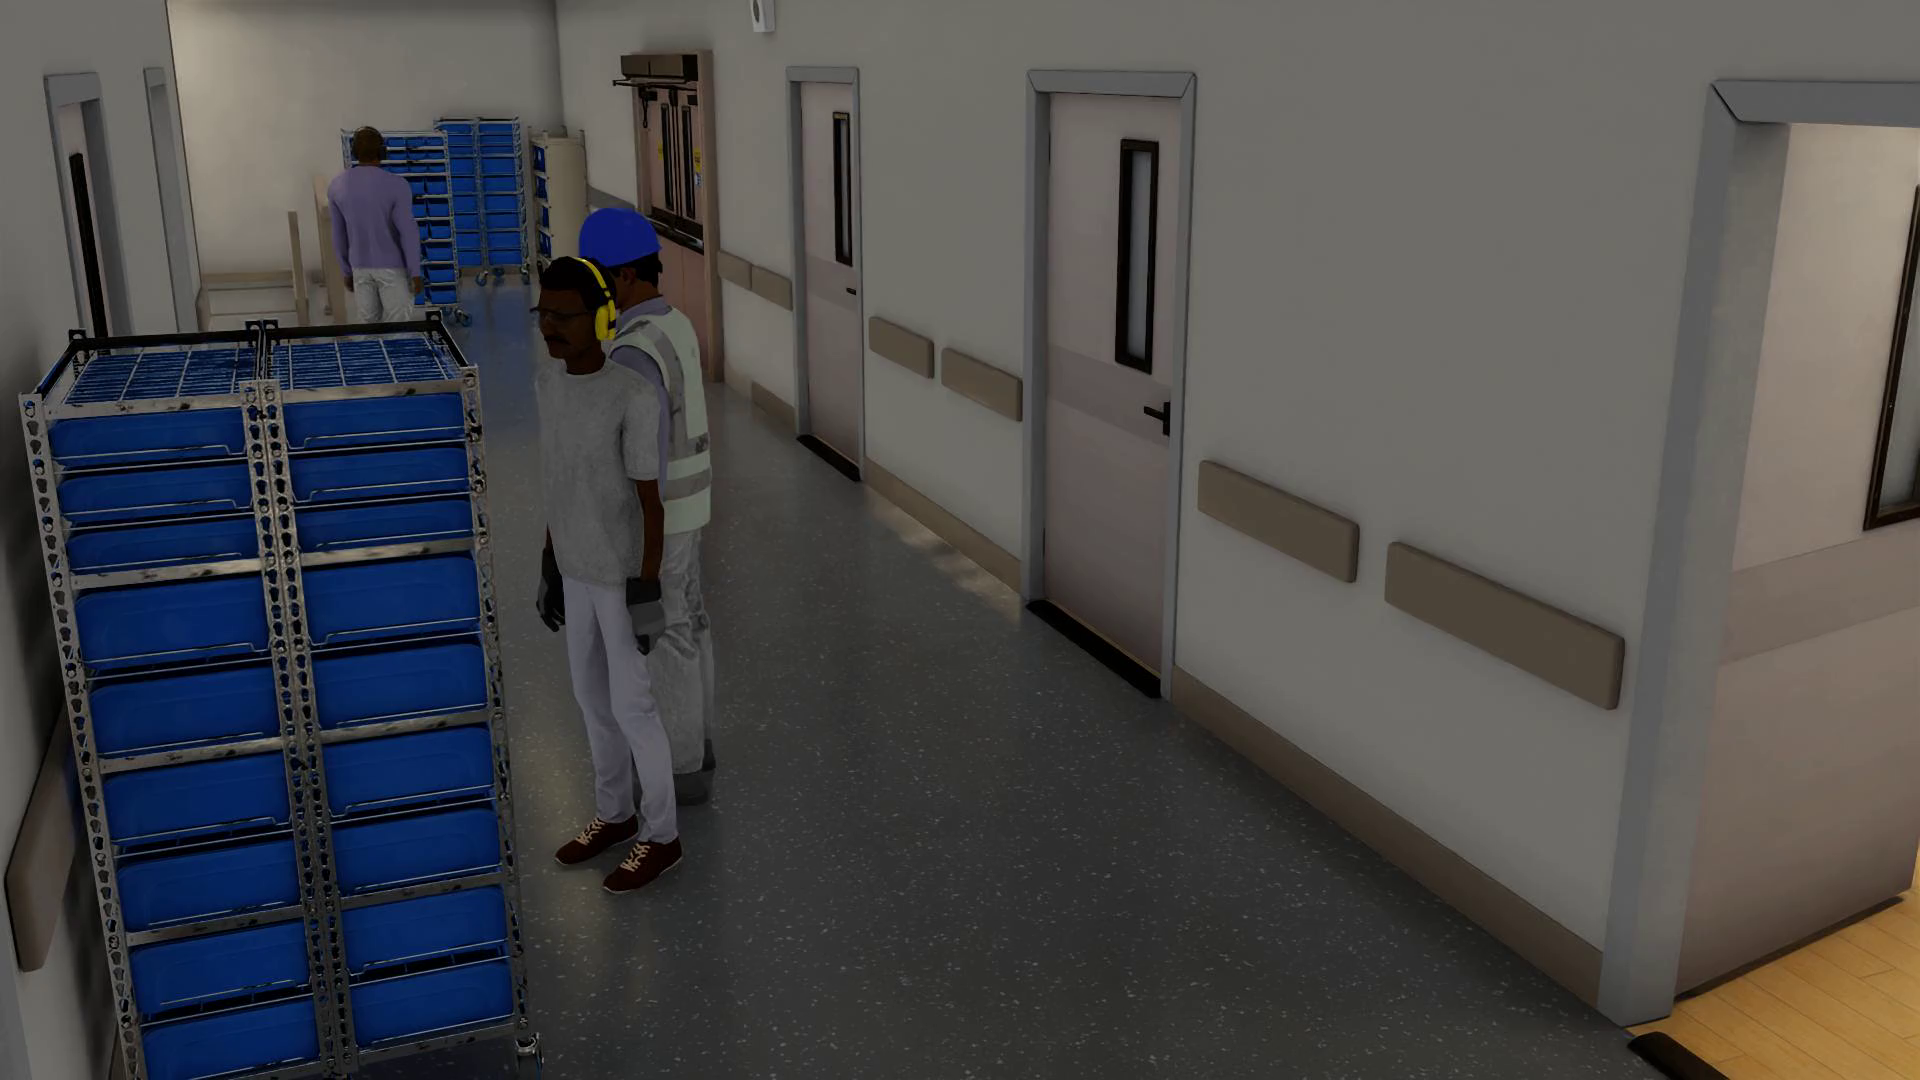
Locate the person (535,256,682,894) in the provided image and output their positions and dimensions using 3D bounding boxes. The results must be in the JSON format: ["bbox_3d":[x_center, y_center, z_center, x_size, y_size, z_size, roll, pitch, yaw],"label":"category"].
[{"bbox_3d":[-1.031,0.109,4.811,0.503,1.863,0.331,14,21,40],"label":"person"}]

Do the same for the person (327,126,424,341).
[{"bbox_3d":[-3.986,-1.855,11.455,0.636,1.939,0.364,4,17,13],"label":"person"}]

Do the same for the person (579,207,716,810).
[{"bbox_3d":[-0.996,-0.088,5.343,0.415,1.937,0.608,1,16,2],"label":"person"}]
